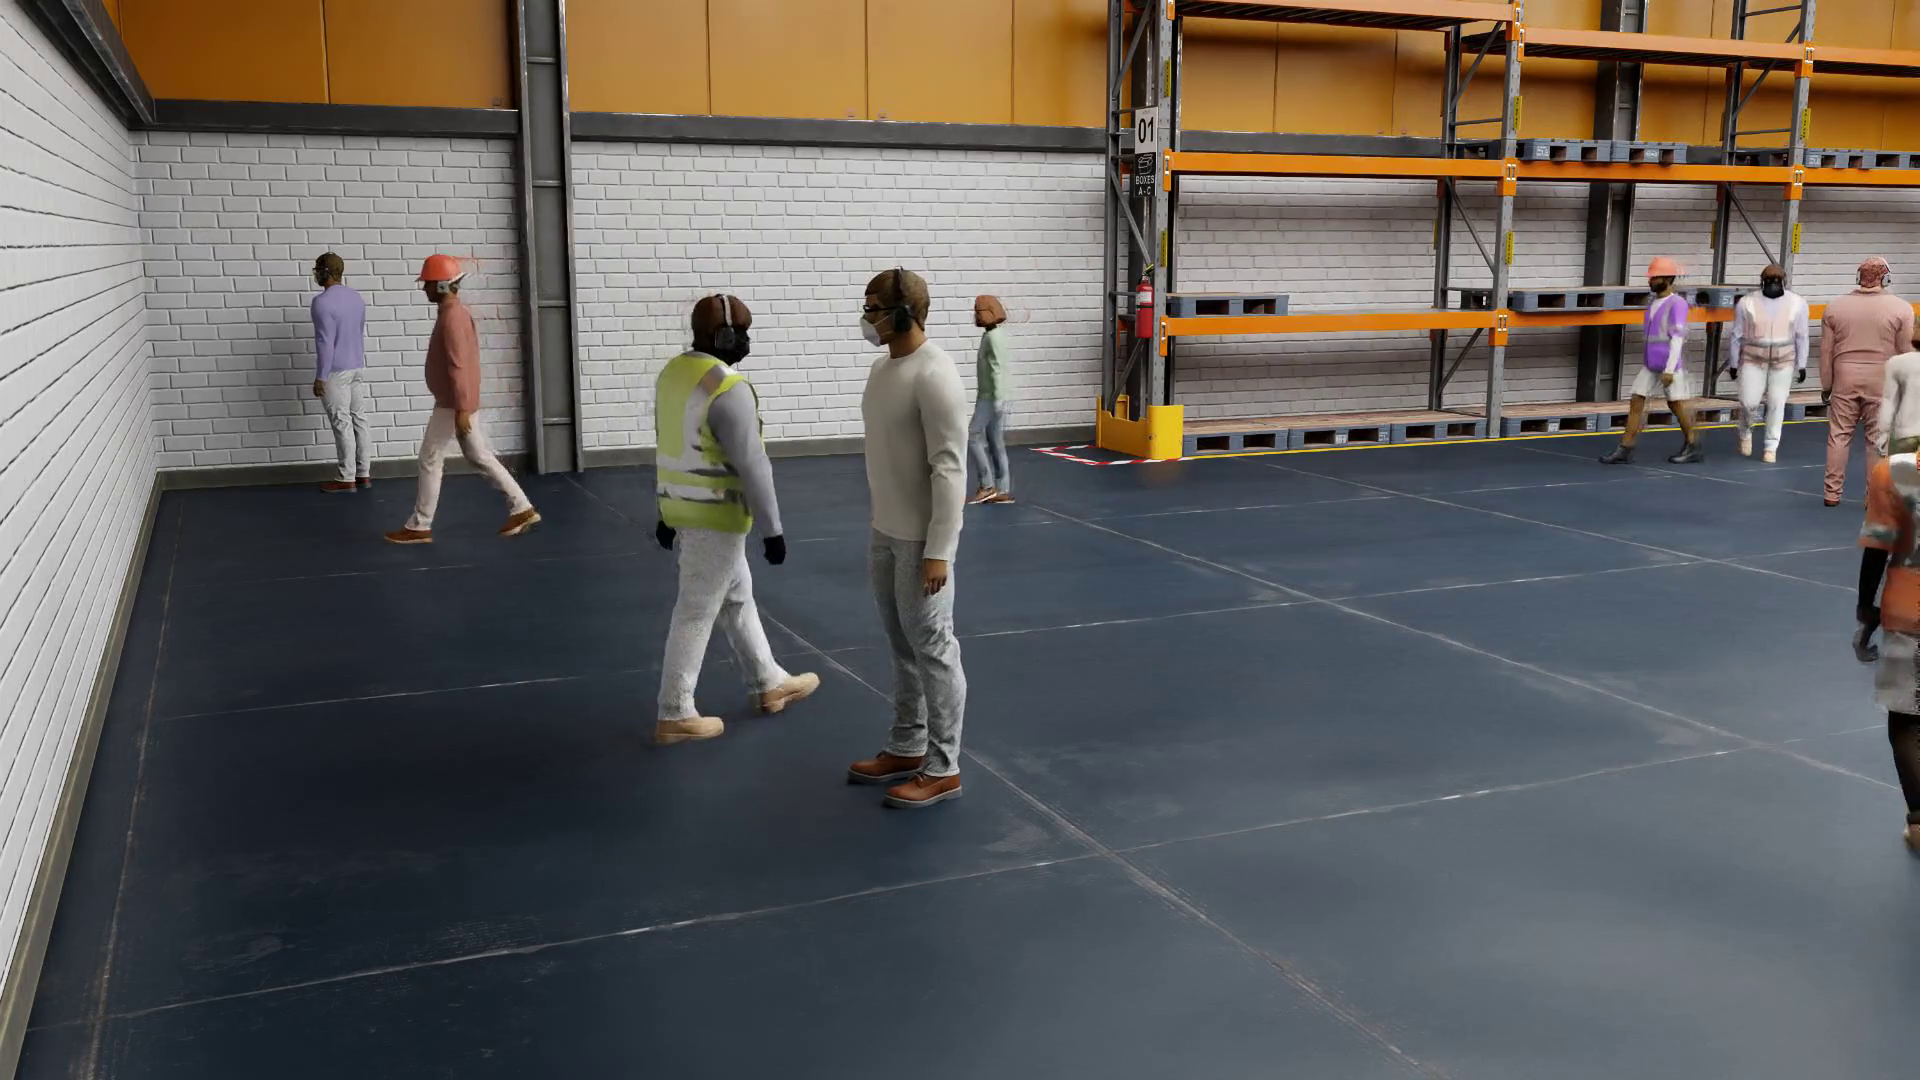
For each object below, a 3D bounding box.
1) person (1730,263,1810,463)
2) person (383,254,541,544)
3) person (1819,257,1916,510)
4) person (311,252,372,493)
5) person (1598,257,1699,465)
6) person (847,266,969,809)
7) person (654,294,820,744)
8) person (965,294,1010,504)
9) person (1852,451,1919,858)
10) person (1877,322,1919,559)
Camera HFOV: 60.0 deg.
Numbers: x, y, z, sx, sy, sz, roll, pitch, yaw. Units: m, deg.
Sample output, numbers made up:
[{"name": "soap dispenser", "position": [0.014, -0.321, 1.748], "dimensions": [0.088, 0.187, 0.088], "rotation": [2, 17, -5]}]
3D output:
[{"name": "person", "position": [7.433, -1.623, 15.305], "dimensions": [0.649, 1.824, 0.434], "rotation": [4, 11, 22]}, {"name": "person", "position": [-3.364, -0.950, 11.220], "dimensions": [1.016, 1.952, 0.636], "rotation": [-2, 10, -11]}, {"name": "person", "position": [6.855, -1.178, 12.596], "dimensions": [0.643, 1.909, 0.410], "rotation": [8, 13, 39]}, {"name": "person", "position": [-5.021, -1.348, 13.453], "dimensions": [0.370, 1.940, 0.627], "rotation": [2, 10, 10]}, {"name": "person", "position": [6.350, -1.610, 15.071], "dimensions": [0.977, 1.890, 0.558], "rotation": [-2, 10, -13]}, {"name": "person", "position": [-0.177, -0.007, 5.994], "dimensions": [0.371, 1.936, 0.629], "rotation": [-4, 11, -24]}, {"name": "person", "position": [-0.895, -0.093, 6.821], "dimensions": [0.896, 1.801, 0.661], "rotation": [-6, 12, -31]}, {"name": "person", "position": [0.179, -1.070, 12.786], "dimensions": [0.484, 1.616, 0.534], "rotation": [0, 10, -2]}, {"name": "person", "position": [3.091, 0.279, 5.167], "dimensions": [0.541, 1.671, 0.744], "rotation": [3, 11, 15]}, {"name": "person", "position": [6.105, -0.646, 10.524], "dimensions": [0.872, 1.586, 0.519], "rotation": [-9, 14, -41]}]
